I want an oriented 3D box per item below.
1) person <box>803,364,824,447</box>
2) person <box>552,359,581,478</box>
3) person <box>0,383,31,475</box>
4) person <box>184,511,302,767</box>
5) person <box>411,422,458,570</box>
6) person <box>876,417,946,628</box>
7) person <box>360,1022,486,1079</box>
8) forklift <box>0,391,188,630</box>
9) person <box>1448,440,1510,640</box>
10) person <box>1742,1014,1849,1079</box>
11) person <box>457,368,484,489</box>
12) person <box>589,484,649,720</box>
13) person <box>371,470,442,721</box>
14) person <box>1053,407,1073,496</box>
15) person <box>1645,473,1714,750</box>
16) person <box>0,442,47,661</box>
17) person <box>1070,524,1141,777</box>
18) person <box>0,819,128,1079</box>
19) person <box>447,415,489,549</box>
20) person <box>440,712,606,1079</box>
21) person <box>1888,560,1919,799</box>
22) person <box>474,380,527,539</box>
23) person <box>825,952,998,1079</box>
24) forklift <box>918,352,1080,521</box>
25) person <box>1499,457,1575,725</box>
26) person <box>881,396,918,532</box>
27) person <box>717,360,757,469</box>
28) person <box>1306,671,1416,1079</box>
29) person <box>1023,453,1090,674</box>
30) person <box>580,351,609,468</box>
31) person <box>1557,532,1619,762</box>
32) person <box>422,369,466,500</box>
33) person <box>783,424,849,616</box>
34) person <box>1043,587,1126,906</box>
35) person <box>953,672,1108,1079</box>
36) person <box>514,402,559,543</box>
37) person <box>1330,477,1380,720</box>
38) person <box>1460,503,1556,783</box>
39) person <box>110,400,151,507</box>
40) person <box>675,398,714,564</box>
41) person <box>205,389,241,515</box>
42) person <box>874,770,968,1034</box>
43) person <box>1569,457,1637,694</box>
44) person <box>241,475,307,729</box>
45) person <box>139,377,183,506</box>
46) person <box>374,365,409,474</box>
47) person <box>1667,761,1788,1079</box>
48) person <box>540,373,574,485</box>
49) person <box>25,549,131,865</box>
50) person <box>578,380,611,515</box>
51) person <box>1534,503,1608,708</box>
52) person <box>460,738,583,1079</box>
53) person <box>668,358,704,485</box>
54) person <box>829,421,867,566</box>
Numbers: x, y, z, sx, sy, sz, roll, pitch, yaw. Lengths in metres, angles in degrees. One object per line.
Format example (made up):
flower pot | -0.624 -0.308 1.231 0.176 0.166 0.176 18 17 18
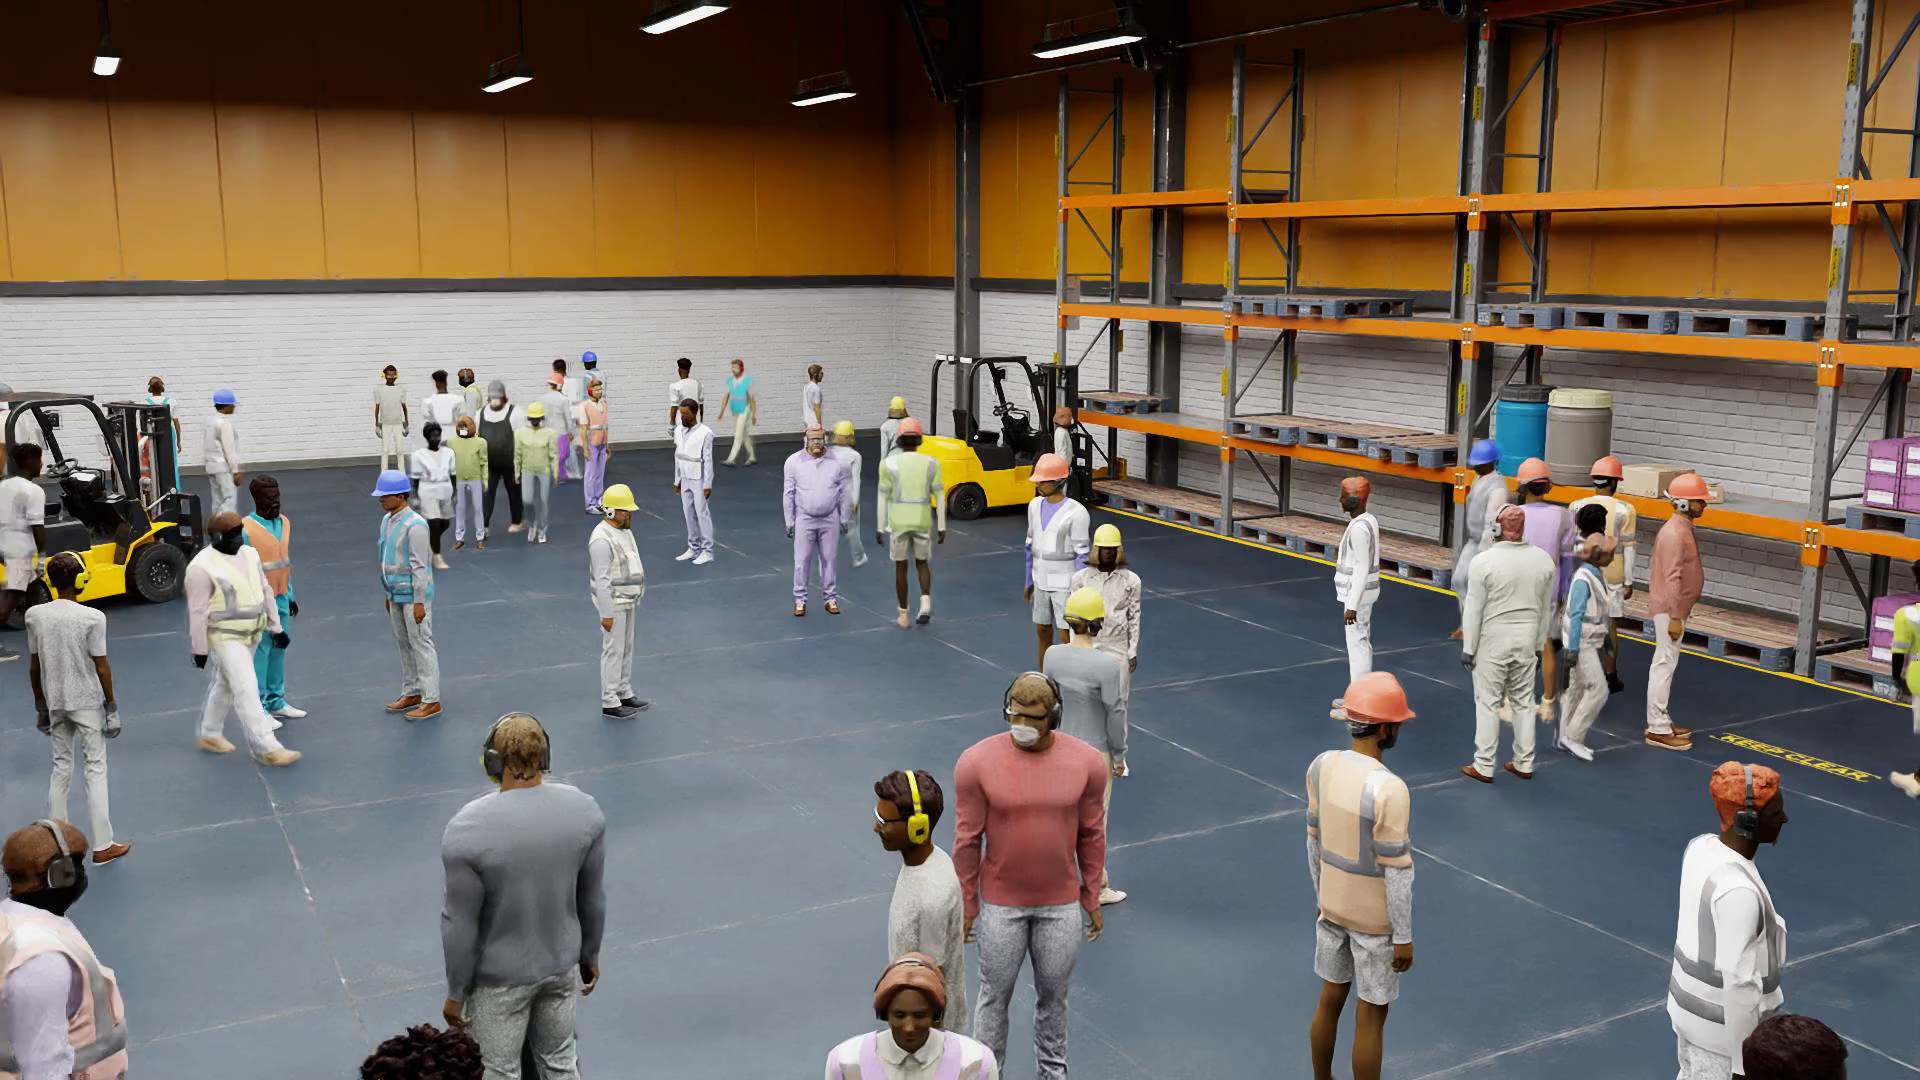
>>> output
person | -2.266 -1.807 25.851 0.337 1.839 0.508 -5 11 -25
person | -6.325 -1.910 26.283 0.722 1.890 0.608 2 10 14
person | -11.370 -0.855 19.788 0.539 2.000 0.688 -1 10 -6
person | -5.089 0.675 11.698 0.964 1.797 0.620 2 10 14
person | -5.996 -0.517 18.914 0.538 1.677 0.698 -10 14 -44
person | -0.473 -0.162 15.852 0.650 2.019 0.491 -2 10 -12
person | -1.097 1.984 3.653 0.610 1.964 0.366 7 12 37
forklift | -9.026 -0.363 16.508 1.214 2.155 2.313 6 11 29
person | 4.691 0.042 14.996 0.577 1.911 0.644 -1 10 -4
person | 1.773 1.992 3.756 0.369 1.914 0.597 -6 11 -29
person | -7.408 -1.688 25.195 0.429 1.832 0.638 -3 10 -14
person | -2.629 0.471 12.797 0.403 1.819 0.601 1 10 6
person | -4.266 0.416 12.780 0.426 1.938 0.604 -9 13 -43
person | 1.309 -0.868 21.033 0.286 1.633 0.499 0 10 2
person | 5.205 0.505 12.084 0.383 1.996 0.609 5 11 26
person | -8.392 0.095 14.755 0.623 1.907 0.858 7 12 34
person | 0.987 0.754 11.371 0.488 1.746 0.289 1 10 4
person | -2.864 1.788 5.244 0.458 1.815 0.664 -9 13 -40
person | -5.940 -0.702 20.075 0.498 1.633 0.279 -1 10 -4
person | -1.591 1.580 6.113 0.638 1.927 0.391 -9 13 -43
person | 6.197 0.928 10.595 0.544 1.650 0.807 0 10 0
person | -5.780 -1.044 20.873 0.689 2.000 1.036 0 10 1
person | -0.136 1.957 4.786 0.513 1.630 0.318 0 10 -1
forklift | 0.460 -1.461 22.833 2.313 2.155 1.214 -5 11 -28
person | 4.323 0.389 12.629 0.618 2.038 0.400 -1 10 -6
person | -0.778 -0.966 21.275 0.485 1.745 0.289 -2 10 -13
person | -3.705 -2.083 27.572 0.584 1.790 0.981 8 13 40
person | 1.622 1.474 6.671 0.361 1.939 0.543 -5 11 -28
person | 0.722 0.339 12.919 0.395 2.039 0.607 -9 13 -42
person | -6.076 -2.162 27.613 0.416 1.939 0.604 3 10 19
person | 4.444 0.749 11.749 0.415 1.622 0.519 5 11 28
person | -7.296 -1.452 23.557 0.598 1.930 0.863 -1 10 -7
person | -1.410 -0.198 16.393 0.652 1.906 0.403 -3 10 -15
person | 0.684 1.131 9.137 0.525 1.772 0.305 8 13 39
person | 0.287 1.464 6.742 0.629 1.935 0.371 -1 10 -6
person | -5.184 -0.816 20.385 0.544 1.747 0.465 -2 10 -11
person | 3.041 0.444 12.756 0.337 1.882 0.584 3 10 18
person | 3.686 0.696 11.286 0.635 1.900 0.397 -3 10 -16
person | -9.122 -0.568 18.371 0.602 1.958 0.369 2 10 11
person | -3.054 -0.686 19.194 0.593 1.911 0.383 9 13 41
person | -8.887 -0.846 20.033 0.736 1.943 0.478 9 14 43
person | -0.138 1.683 5.701 0.327 1.862 0.511 -1 10 -7
person | 5.212 0.285 13.545 0.542 1.929 0.374 6 12 32
person | -5.254 0.456 12.593 0.372 1.916 0.597 2 10 11
person | -11.174 -1.363 23.270 0.506 1.847 0.345 -6 11 -29
person | -8.721 -1.760 25.531 0.510 1.858 0.334 -6 11 -31
person | 2.611 1.673 5.684 0.355 1.883 0.574 2 10 9
person | -6.203 -1.706 25.582 0.578 1.728 0.698 6 12 32
person | -5.179 0.982 9.740 0.512 1.862 0.322 1 10 8
person | -4.993 -1.270 22.742 0.390 1.842 0.565 3 10 19
person | 4.688 0.512 13.049 0.636 1.649 0.540 1 10 8
person | -1.646 1.575 6.422 0.500 1.811 0.963 -3 10 -19
person | -4.197 -1.814 25.516 0.603 1.967 0.367 -8 13 -40
person | -1.318 -0.493 18.687 0.489 1.697 0.904 3 10 16
